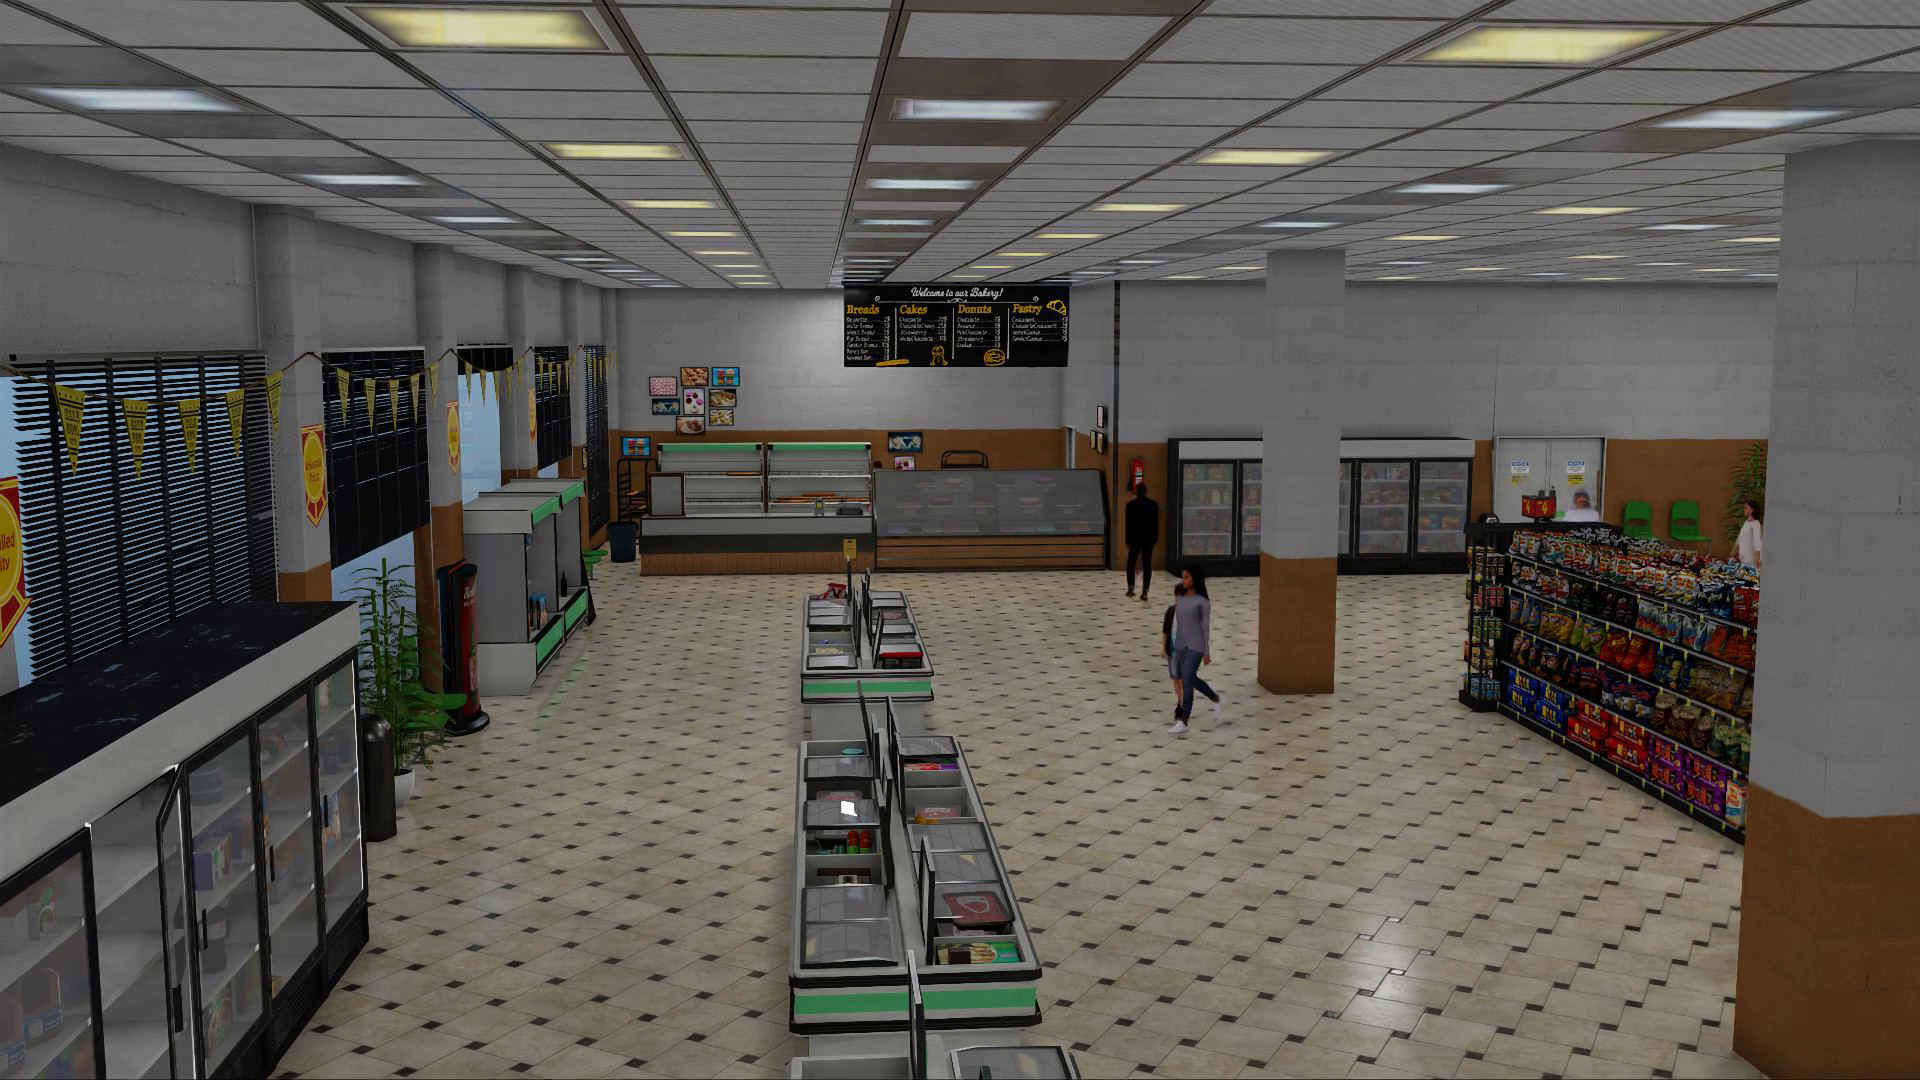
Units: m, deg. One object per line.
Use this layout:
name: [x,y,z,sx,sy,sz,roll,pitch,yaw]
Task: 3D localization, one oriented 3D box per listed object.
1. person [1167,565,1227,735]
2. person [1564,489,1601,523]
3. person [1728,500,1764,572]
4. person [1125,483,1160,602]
person: [2.446,1.116,16.991,1.004,1.707,1.106,-4,8,-33]
person: [8.768,0.226,23.502,0.827,1.914,0.938,1,7,10]
person: [11.601,0.270,24.242,0.867,1.647,1.046,1,7,11]
person: [2.805,0.041,25.491,0.692,1.802,0.775,0,7,-3]
